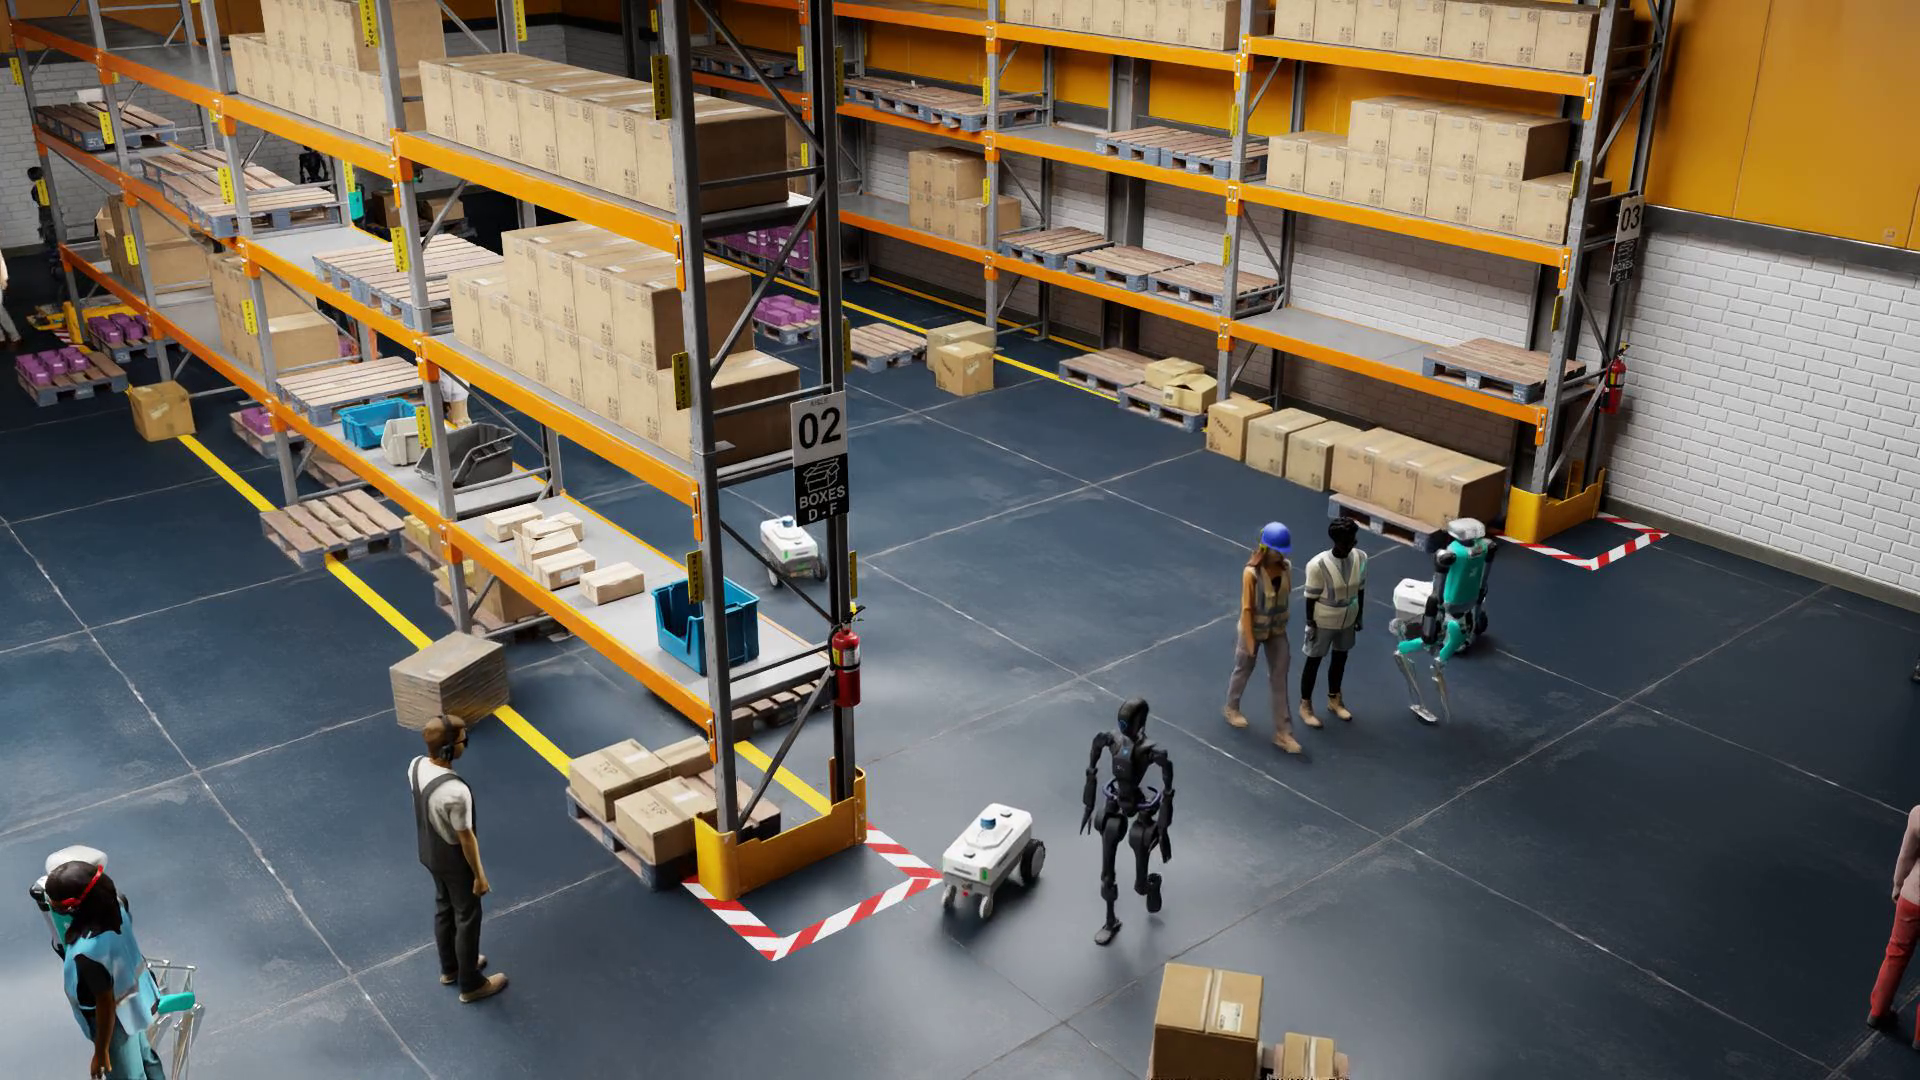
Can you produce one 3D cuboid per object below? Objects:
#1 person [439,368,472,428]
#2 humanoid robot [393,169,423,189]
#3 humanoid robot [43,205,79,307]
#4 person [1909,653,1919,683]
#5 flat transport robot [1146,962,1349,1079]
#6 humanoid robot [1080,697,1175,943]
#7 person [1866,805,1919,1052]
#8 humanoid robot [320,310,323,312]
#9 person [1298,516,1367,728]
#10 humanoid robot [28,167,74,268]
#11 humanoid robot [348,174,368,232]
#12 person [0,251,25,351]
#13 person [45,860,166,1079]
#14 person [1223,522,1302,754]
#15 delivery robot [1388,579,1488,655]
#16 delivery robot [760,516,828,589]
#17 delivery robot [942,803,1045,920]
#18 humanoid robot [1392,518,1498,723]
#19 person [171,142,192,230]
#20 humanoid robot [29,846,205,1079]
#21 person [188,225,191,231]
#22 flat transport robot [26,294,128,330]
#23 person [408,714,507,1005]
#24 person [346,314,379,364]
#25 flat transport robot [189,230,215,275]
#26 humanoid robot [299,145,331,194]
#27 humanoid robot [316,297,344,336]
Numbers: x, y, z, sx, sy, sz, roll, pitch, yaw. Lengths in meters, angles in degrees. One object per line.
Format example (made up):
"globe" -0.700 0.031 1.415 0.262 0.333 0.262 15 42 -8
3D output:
"person" -5.317 -1.558 17.394 0.341 1.744 0.556 -1 23 -3
"humanoid robot" -9.492 -6.162 28.162 0.820 1.869 0.548 13 26 27
"humanoid robot" -12.223 -3.755 22.568 0.479 1.644 0.601 -18 29 -36
"person" 7.805 0.261 12.958 0.546 1.924 0.382 14 27 30
"flat transport robot" 1.498 3.165 8.315 1.431 0.231 0.659 5 24 12
"humanoid robot" 1.039 1.642 10.067 0.616 1.638 0.558 13 26 27
"person" 5.390 1.998 9.140 0.333 1.756 0.515 -19 30 -37
"humanoid robot" -9.376 -3.872 22.806 0.968 1.757 0.540 3 23 6
"person" 2.794 0.601 12.459 0.535 1.692 0.319 -10 25 -21
"humanoid robot" -13.583 -4.771 24.902 0.418 1.642 0.591 -4 24 -10
"humanoid robot" -8.933 -4.428 24.098 1.014 1.766 0.582 7 24 17
"person" -12.520 -3.358 21.444 0.662 1.851 0.489 6 24 13
"person" -4.132 2.364 8.149 0.390 1.871 0.529 -5 24 -12
"person" 2.241 0.674 12.216 0.473 1.737 0.776 -10 25 -21
"delivery robot" 4.020 0.600 13.919 0.815 0.614 0.499 14 27 30
"delivery robot" -1.544 0.075 15.089 0.499 0.579 0.753 -10 25 -23
"delivery robot" 0.191 2.011 10.649 0.499 0.613 0.807 12 26 25
"humanoid robot" 3.528 0.626 12.423 0.533 1.836 0.722 -12 26 -25
"person" -12.109 -5.214 25.660 0.543 1.896 0.850 13 27 27
"humanoid robot" -4.212 2.191 8.546 0.533 1.681 0.735 8 25 18
"person" -11.272 -4.385 23.812 1.042 1.853 0.708 -5 24 -12
"flat transport robot" -12.040 -3.155 22.949 1.431 0.231 0.659 -18 29 -36
"person" -2.878 1.815 9.468 0.520 1.834 0.354 19 30 38
"person" -7.169 -2.671 19.953 0.502 1.758 0.339 11 26 23
"flat transport robot" -11.006 -3.464 23.666 1.431 0.231 0.659 -12 26 -26
"humanoid robot" -10.484 -5.737 27.148 0.597 1.656 0.332 9 25 20
"humanoid robot" -8.467 -3.477 21.930 0.572 1.640 0.596 14 27 30
